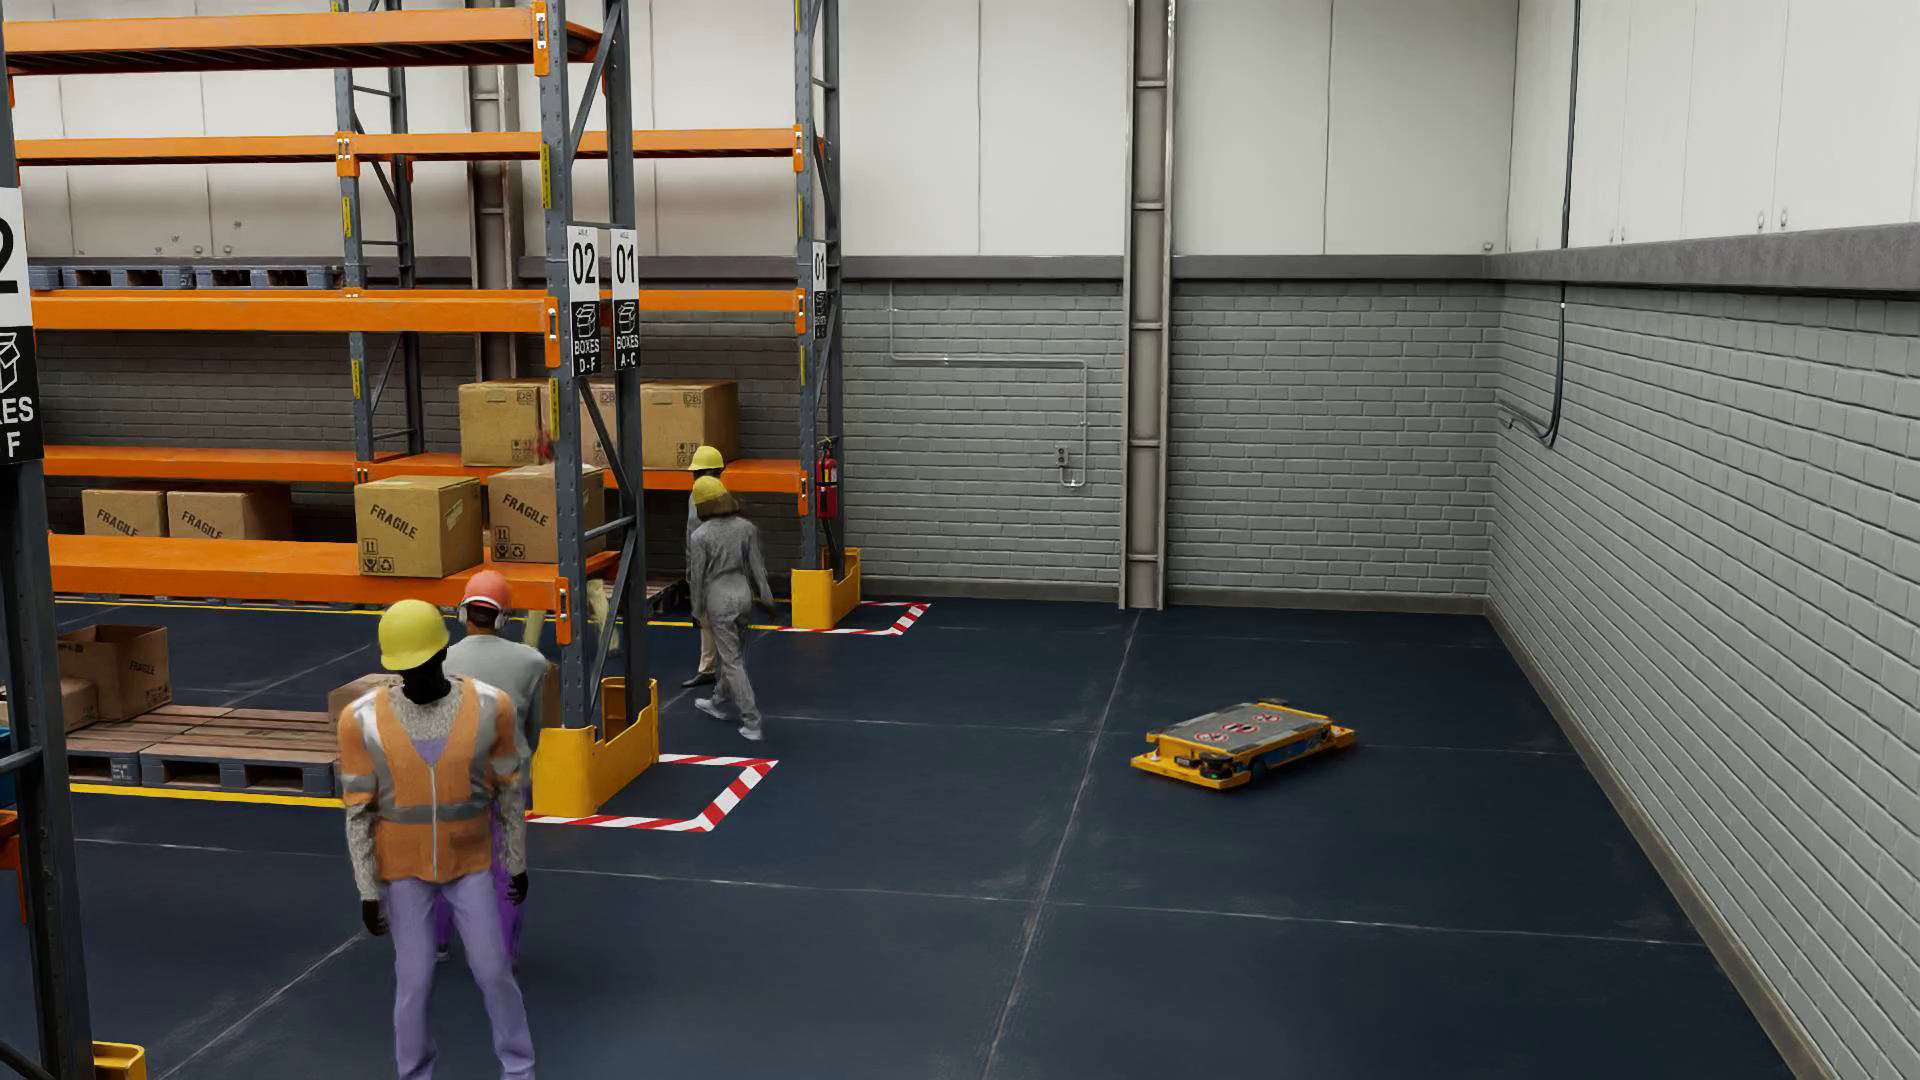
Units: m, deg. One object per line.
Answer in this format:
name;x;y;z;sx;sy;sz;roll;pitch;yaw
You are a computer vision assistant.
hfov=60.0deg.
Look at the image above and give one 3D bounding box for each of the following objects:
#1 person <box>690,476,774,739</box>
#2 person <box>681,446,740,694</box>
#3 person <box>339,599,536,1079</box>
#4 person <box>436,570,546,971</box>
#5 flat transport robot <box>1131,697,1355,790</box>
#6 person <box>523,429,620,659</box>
person;-1.520;0.418;10.787;0.553;1.675;0.837;-9;12;-43
person;-1.767;0.211;11.822;0.523;1.769;0.324;8;12;42
person;-1.797;1.126;5.761;0.606;1.897;0.429;-3;10;-18
person;-2.090;0.986;7.173;0.576;1.719;0.737;-6;11;-34
flat transport robot;1.749;1.223;10.168;0.652;0.197;1.431;9;13;44
person;-3.071;0.045;12.812;0.763;1.792;0.535;-3;10;-20
